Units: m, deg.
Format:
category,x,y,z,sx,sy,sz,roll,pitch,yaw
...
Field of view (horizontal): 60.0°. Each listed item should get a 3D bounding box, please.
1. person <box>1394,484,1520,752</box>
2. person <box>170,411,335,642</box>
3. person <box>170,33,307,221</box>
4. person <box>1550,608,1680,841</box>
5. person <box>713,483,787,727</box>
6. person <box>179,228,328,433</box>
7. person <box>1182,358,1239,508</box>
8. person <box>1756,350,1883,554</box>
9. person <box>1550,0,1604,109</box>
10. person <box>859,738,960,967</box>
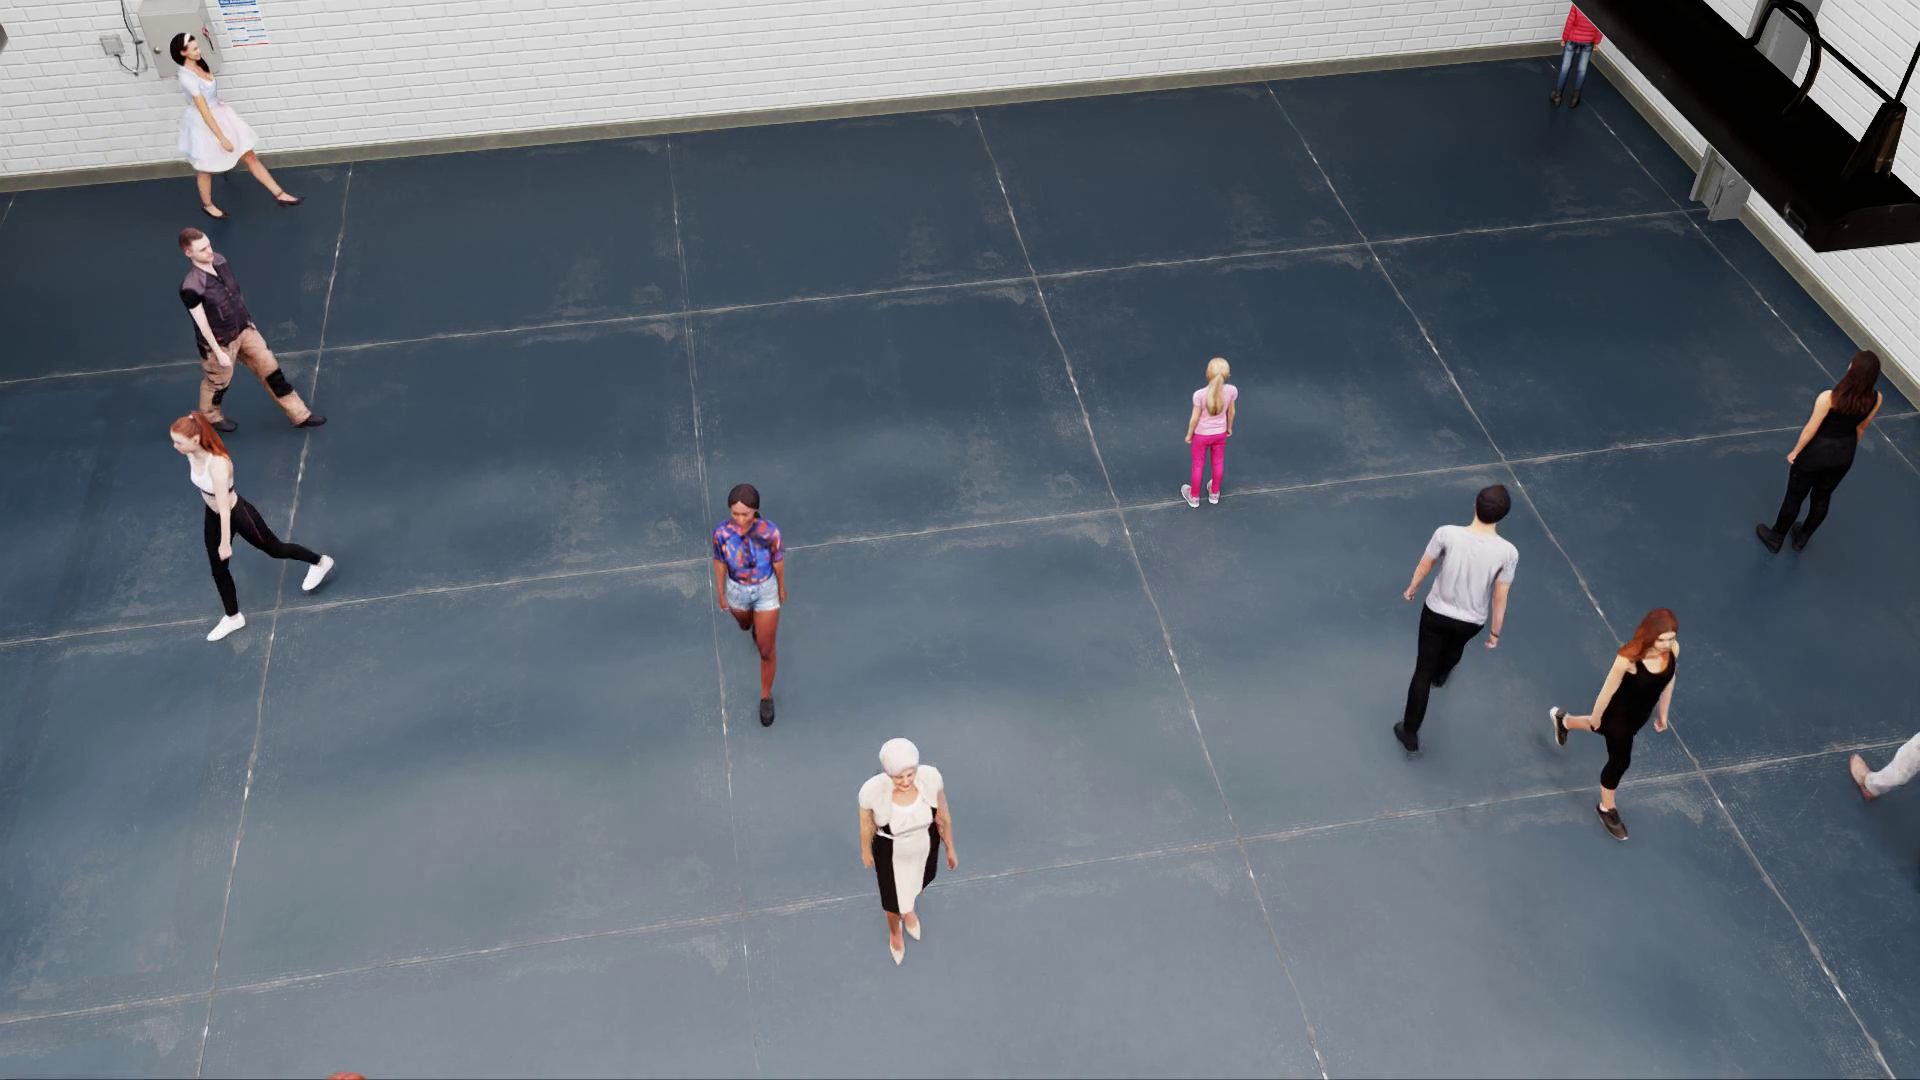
category,x,y,z,sx,sy,sz,roll,pitch,yaw
person,2.973,0.516,10.078,1.138,1.815,1.336,12,45,13
person,-4.644,-0.166,10.874,1.138,1.705,1.161,28,50,26
person,-6.525,-3.487,14.313,0.778,1.769,1.110,-3,44,-3
person,3.842,0.939,9.719,0.767,1.698,1.142,-17,46,-17
person,-1.290,0.281,10.397,0.702,1.716,1.160,-1,44,-1
person,-5.476,-1.497,12.213,1.101,1.785,1.245,11,45,11
person,1.780,-0.776,11.828,0.491,1.271,0.494,-8,44,-8
person,5.891,-0.587,11.328,0.616,1.689,0.594,-1,44,-1
person,5.984,-4.813,16.037,0.581,1.311,0.587,10,44,10
person,-0.315,1.586,9.010,0.708,1.739,0.763,-16,46,-16
